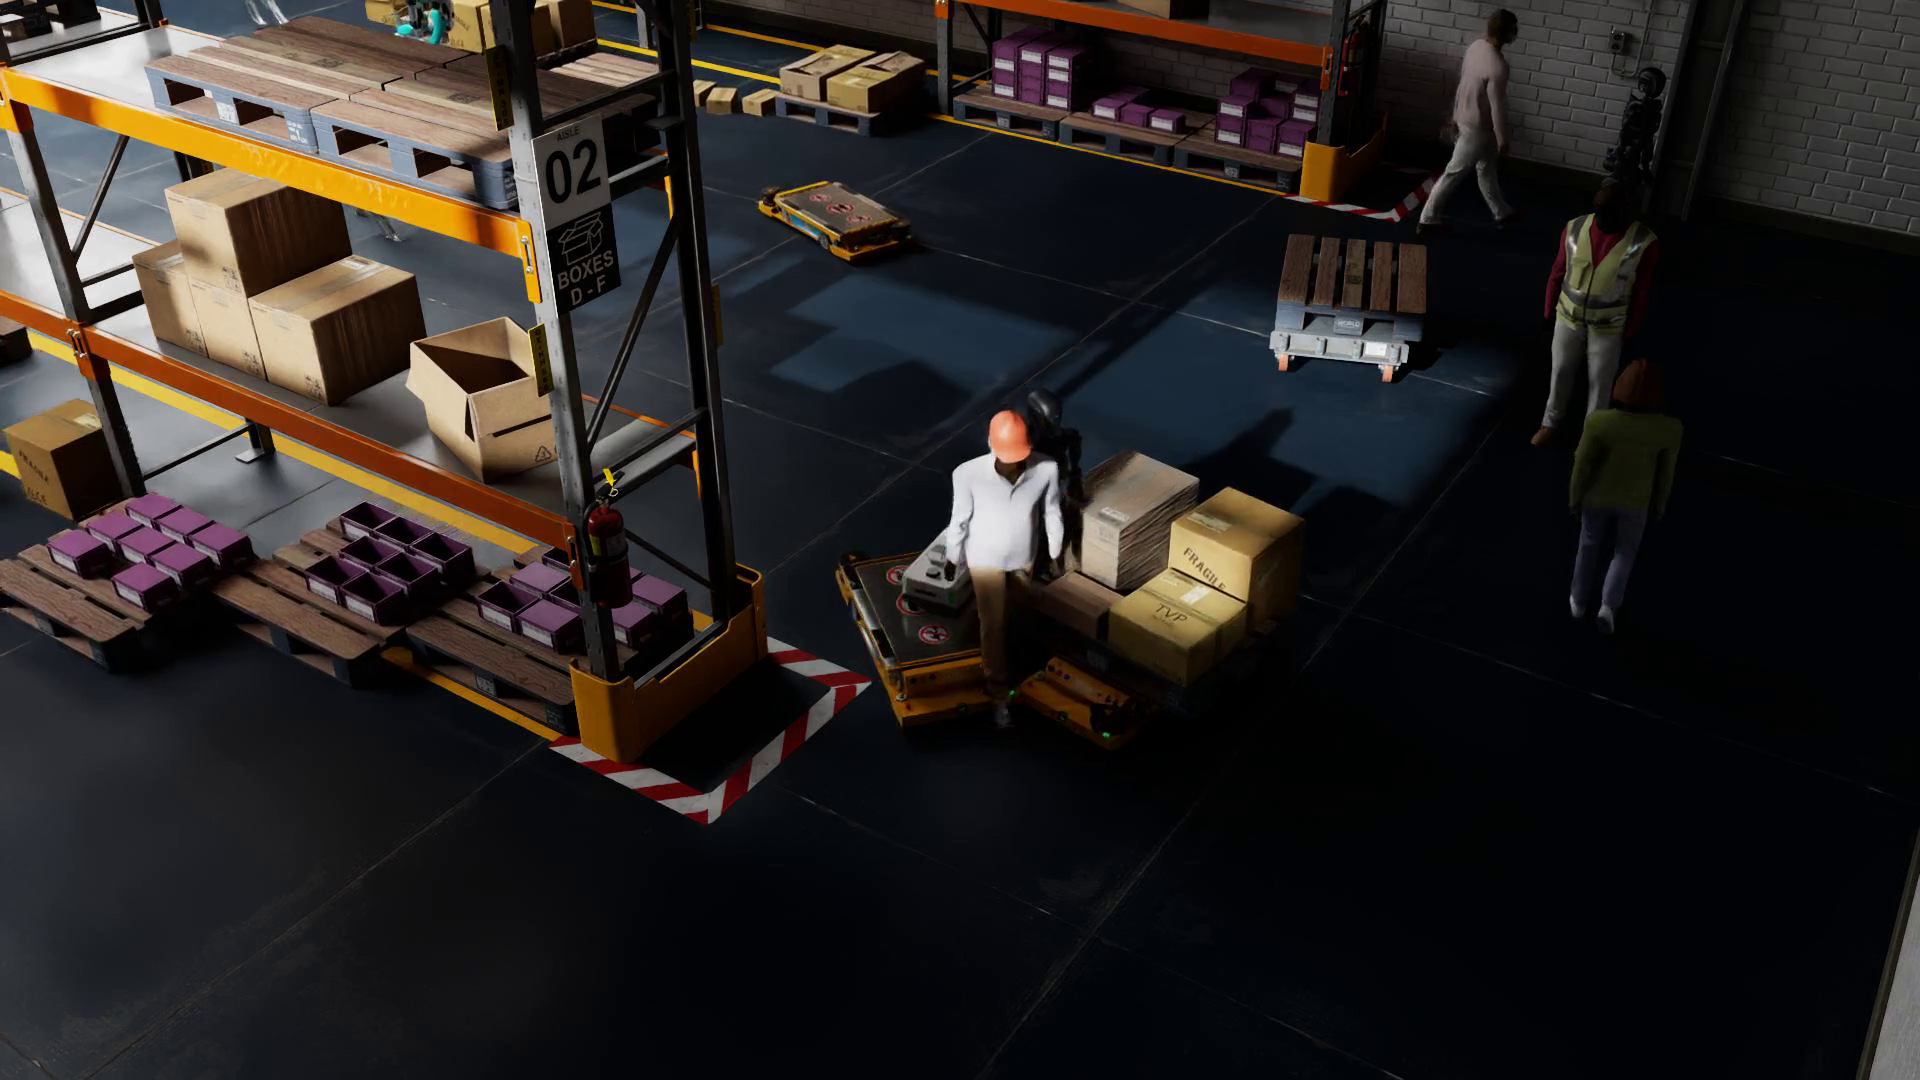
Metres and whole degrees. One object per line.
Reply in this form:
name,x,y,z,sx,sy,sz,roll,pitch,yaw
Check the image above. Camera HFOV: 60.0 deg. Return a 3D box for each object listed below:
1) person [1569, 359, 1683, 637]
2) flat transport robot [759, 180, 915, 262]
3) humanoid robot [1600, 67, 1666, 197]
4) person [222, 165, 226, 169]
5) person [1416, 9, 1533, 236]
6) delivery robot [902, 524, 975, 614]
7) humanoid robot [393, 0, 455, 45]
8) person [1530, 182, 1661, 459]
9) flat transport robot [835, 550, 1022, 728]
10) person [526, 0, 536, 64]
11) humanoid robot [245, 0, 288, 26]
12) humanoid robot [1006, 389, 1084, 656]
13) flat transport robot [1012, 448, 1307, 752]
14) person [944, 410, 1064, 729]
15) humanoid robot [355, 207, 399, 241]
person,3.523,-0.200,8.935,0.515,1.614,0.491,13,35,19
flat transport robot,-1.057,-2.726,14.062,0.659,0.231,1.431,-22,39,-30
humanoid robot,5.209,-2.861,12.967,0.599,1.657,0.315,-27,42,-35
person,-5.184,-2.587,12.401,0.524,1.846,0.318,-4,33,-5
person,4.326,-3.375,13.575,1.021,1.878,0.647,-1,33,-1
delivery robot,-0.016,0.181,9.349,0.499,0.612,0.789,15,36,22
humanoid robot,-5.393,-5.275,16.657,1.027,1.737,0.537,23,39,31
person,4.015,-1.399,10.595,0.636,1.833,0.430,23,39,31
flat transport robot,-0.201,0.479,9.136,0.659,0.231,1.431,-10,34,-15
person,-3.950,-4.285,14.919,0.423,1.949,0.501,4,33,6
humanoid robot,-7.866,-6.514,18.537,0.553,1.728,1.028,-29,43,-36
humanoid robot,0.391,-0.086,8.734,0.602,1.654,0.458,-22,39,-30
flat transport robot,1.006,0.602,8.948,0.659,0.231,1.431,27,42,35
person,0.253,0.098,8.413,0.608,1.694,0.912,-9,34,-14
humanoid robot,-5.023,-3.381,13.775,0.530,1.778,1.014,-28,42,-36
